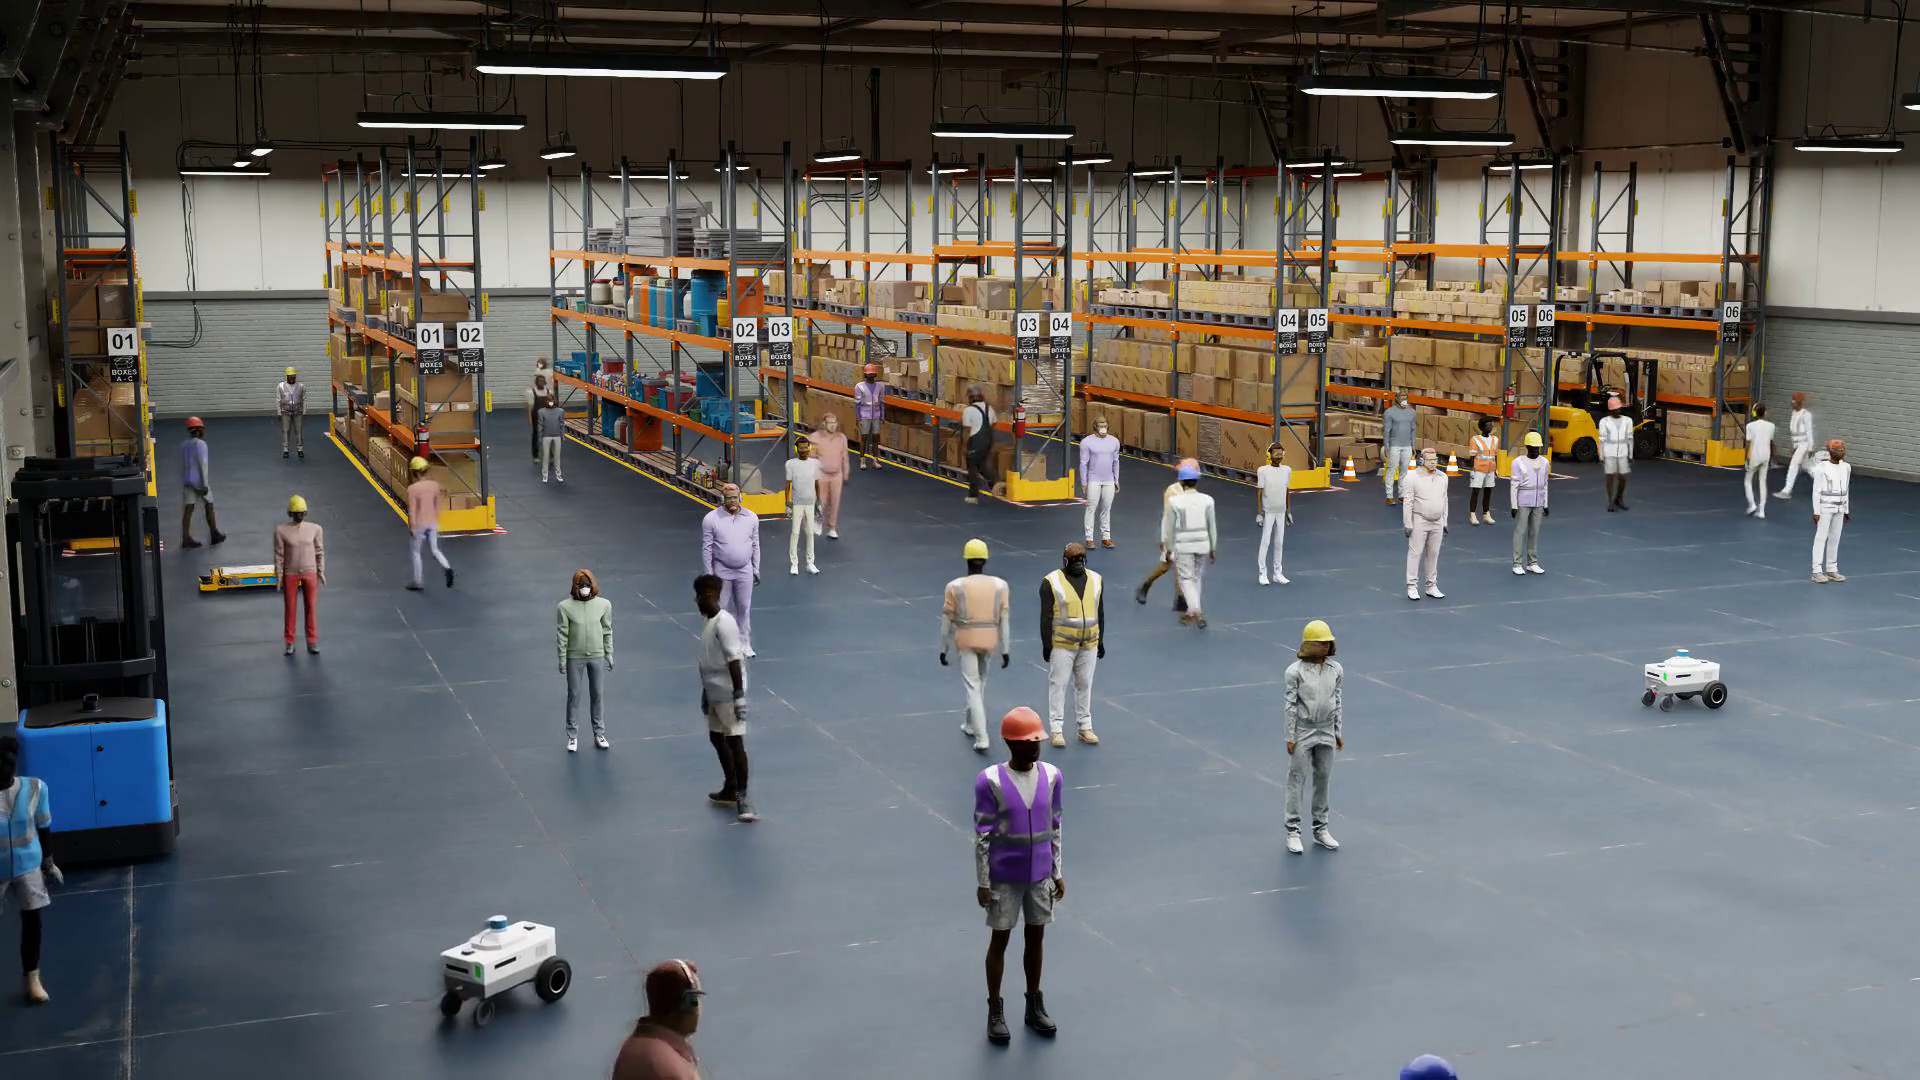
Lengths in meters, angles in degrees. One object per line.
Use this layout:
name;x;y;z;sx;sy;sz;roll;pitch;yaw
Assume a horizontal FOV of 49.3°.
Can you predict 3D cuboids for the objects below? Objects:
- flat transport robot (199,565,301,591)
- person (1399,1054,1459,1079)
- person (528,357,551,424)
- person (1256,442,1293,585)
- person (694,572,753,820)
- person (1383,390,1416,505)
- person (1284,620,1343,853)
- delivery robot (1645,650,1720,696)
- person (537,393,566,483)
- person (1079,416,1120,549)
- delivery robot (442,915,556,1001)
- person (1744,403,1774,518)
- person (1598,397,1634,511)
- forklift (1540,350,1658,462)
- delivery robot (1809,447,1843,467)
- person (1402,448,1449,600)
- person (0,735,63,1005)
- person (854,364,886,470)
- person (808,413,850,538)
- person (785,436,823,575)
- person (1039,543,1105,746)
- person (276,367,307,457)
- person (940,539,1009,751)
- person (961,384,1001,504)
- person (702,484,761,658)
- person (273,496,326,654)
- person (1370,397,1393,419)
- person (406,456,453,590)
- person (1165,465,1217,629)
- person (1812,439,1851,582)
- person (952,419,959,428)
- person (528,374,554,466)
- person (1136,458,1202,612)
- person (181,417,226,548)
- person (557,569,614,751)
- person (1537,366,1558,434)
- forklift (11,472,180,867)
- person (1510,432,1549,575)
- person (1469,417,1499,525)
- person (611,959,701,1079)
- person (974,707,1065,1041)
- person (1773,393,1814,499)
flat transport robot;-9.181;0.476;27.349;1.431;0.197;0.652;-3;9;-21
person;1.561;2.681;7.019;0.654;1.924;0.465;3;9;17
person;-9.840;-3.480;49.128;0.512;1.608;0.634;5;10;30
person;4.124;-0.353;27.429;0.531;1.870;0.318;-3;9;-21
person;-1.872;1.237;16.682;0.374;1.931;0.768;-3;9;-22
person;7.406;-1.563;35.262;0.635;1.939;0.362;-3;9;-21
person;2.662;1.463;15.729;0.493;1.746;0.282;-3;9;-21
delivery robot;7.063;1.317;20.489;0.707;0.478;0.477;-3;9;-21
person;-7.484;-1.877;38.372;0.507;1.633;0.276;-3;9;-21
person;2.039;-0.845;30.475;0.635;1.939;0.362;-3;9;-21
delivery robot;-2.767;2.503;12.582;0.477;0.478;0.707;5;10;32
person;12.872;-1.286;33.733;0.539;1.846;0.472;0;9;-2
person;10.787;-1.420;34.465;0.592;1.902;0.607;1;9;4
forklift;12.897;-2.725;42.309;2.313;2.155;1.214;-3;9;-21
delivery robot;16.167;-1.491;39.209;0.707;0.478;0.477;-3;9;-21
person;5.878;-0.209;26.346;0.651;1.907;0.409;-3;9;-21
person;-5.721;1.974;12.562;0.586;1.670;0.509;-6;10;-35
person;-1.724;-2.380;40.366;0.615;2.042;0.372;-3;9;-21
person;-1.960;-0.966;31.427;0.680;1.891;0.423;-4;9;-24
person;-2.107;-0.474;28.236;0.531;1.870;0.318;-3;9;-21
person;1.030;0.935;18.935;0.633;1.843;0.429;-3;9;-21
person;-13.570;-2.598;42.525;0.602;1.832;0.403;-3;9;-21
person;0.133;0.930;18.872;0.606;1.880;0.978;-3;9;-16
person;0.292;-1.618;35.436;0.636;2.000;0.698;7;11;41
person;-2.466;0.337;22.706;0.651;1.907;0.409;-3;9;-21
person;-7.234;0.386;22.938;0.547;1.744;0.467;-4;9;-26
person;9.403;-3.296;46.625;0.622;1.996;0.370;-3;9;-21
person;-6.843;-0.209;26.866;0.681;1.744;0.532;7;11;40
person;2.719;0.089;24.354;0.614;1.919;0.747;-3;9;-21
person;11.496;-0.389;27.619;0.584;1.884;0.347;-3;9;-21
person;-0.045;-3.490;48.635;0.598;1.785;0.796;-3;9;-22
person;-8.224;-2.357;41.065;0.539;1.792;0.985;-4;10;-27
person;2.568;-0.085;25.577;0.585;1.893;0.811;-8;12;-44
person;-11.155;-0.853;30.701;0.571;1.883;0.871;4;10;27
person;-3.353;1.065;18.756;0.507;1.633;0.276;-3;9;-21
person;12.606;-2.920;44.874;0.533;1.772;0.296;-3;9;-21
forklift;-6.630;0.886;15.957;1.129;2.768;1.873;-3;9;-21
person;7.686;-0.499;28.210;0.594;1.926;0.366;-3;9;-21
person;8.234;-1.091;32.913;0.541;1.700;0.315;-3;9;-21
person;-1.091;2.559;8.095;0.832;1.852;0.713;-4;10;-26
person;0.352;1.911;12.088;0.552;1.942;0.340;-3;9;-21
person;14.603;-1.636;36.129;0.984;1.841;0.586;0;9;1
